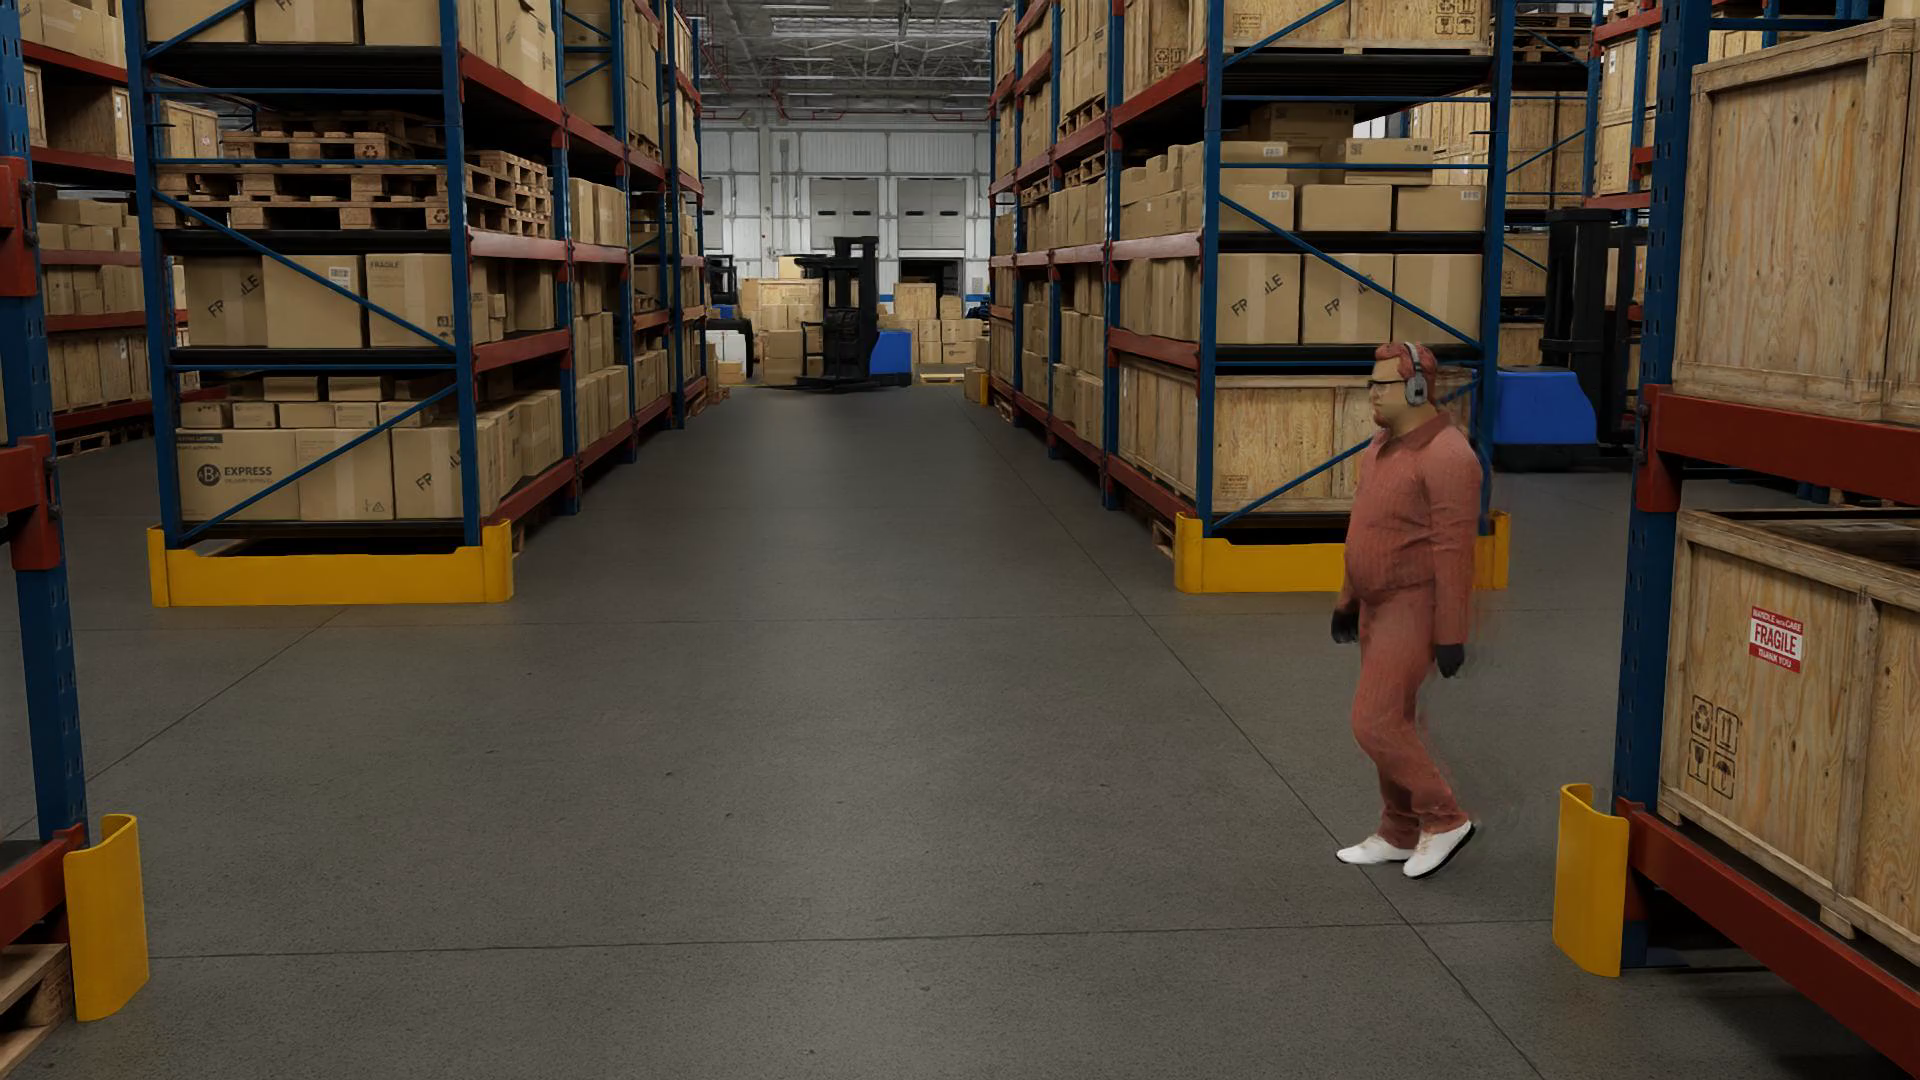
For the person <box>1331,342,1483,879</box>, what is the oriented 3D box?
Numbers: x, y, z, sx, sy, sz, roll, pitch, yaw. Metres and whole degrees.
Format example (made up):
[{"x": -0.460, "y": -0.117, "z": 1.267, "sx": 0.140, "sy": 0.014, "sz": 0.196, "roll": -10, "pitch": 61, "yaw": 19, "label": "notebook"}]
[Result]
[{"x": 1.534, "y": 0.252, "z": 5.848, "sx": 0.427, "sy": 1.888, "sz": 0.648, "roll": -1, "pitch": 9, "yaw": -3, "label": "person"}]

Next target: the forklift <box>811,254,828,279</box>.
[{"x": -4.762, "y": -8.277, "z": 56.301, "sx": 1.873, "sy": 2.768, "sz": 1.129, "roll": -3, "pitch": 10, "yaw": -21, "label": "forklift"}]

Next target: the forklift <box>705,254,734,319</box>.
[{"x": -8.230, "y": -8.396, "z": 57.051, "sx": 1.129, "sy": 2.768, "sz": 1.873, "roll": -1, "pitch": 9, "yaw": -4, "label": "forklift"}]

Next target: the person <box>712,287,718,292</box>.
[{"x": -9.115, "y": -8.607, "z": 62.080, "sx": 0.538, "sy": 1.696, "sz": 0.317, "roll": 1, "pitch": 9, "yaw": 7, "label": "person"}]

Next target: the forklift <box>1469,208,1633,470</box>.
[{"x": 6.661, "y": -2.202, "z": 18.158, "sx": 1.873, "sy": 2.768, "sz": 1.129, "roll": -1, "pitch": 9, "yaw": -4, "label": "forklift"}]

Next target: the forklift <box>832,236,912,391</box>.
[{"x": -1.891, "y": -4.182, "z": 30.587, "sx": 1.873, "sy": 2.768, "sz": 1.129, "roll": -8, "pitch": 12, "yaw": -41, "label": "forklift"}]

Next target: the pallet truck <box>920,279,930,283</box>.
[{"x": -0.932, "y": -8.922, "z": 63.114, "sx": 1.885, "sy": 1.965, "sz": 0.823, "roll": 2, "pitch": 9, "yaw": 13, "label": "pallet truck"}]
